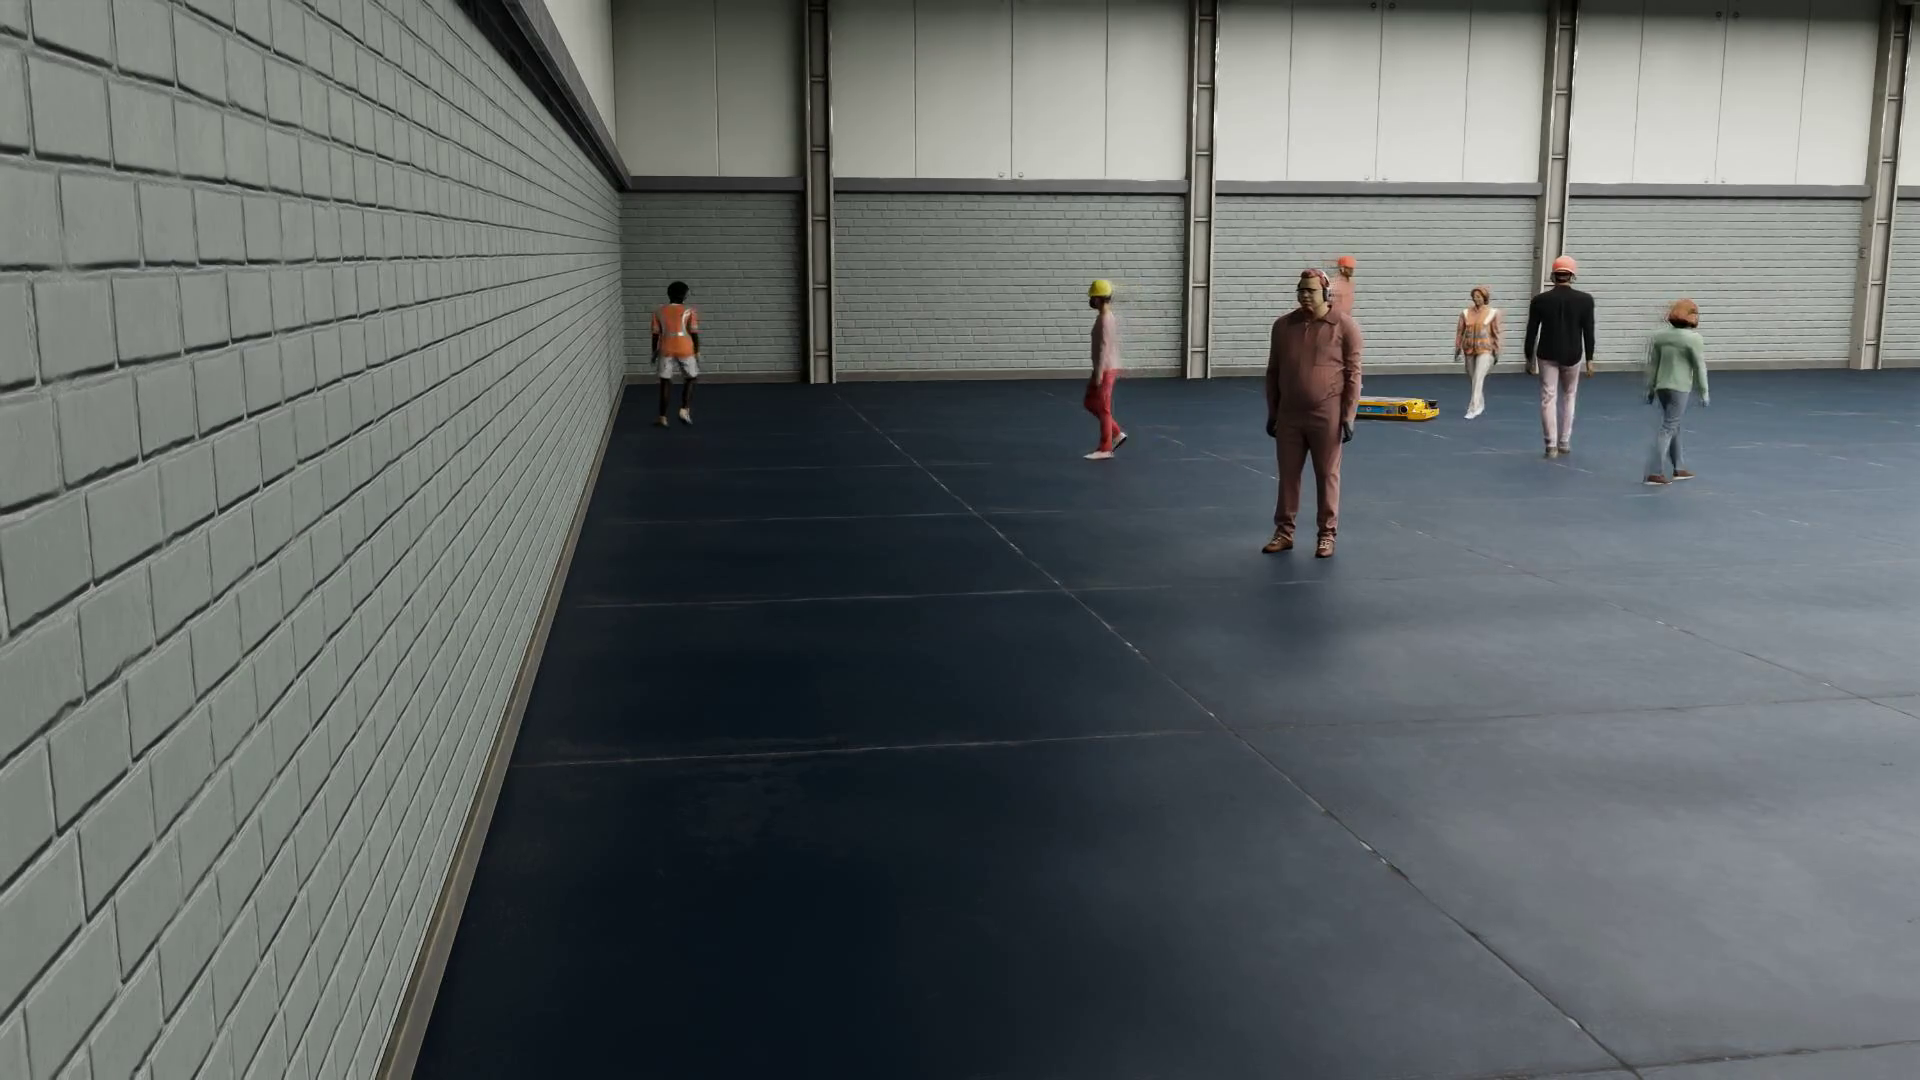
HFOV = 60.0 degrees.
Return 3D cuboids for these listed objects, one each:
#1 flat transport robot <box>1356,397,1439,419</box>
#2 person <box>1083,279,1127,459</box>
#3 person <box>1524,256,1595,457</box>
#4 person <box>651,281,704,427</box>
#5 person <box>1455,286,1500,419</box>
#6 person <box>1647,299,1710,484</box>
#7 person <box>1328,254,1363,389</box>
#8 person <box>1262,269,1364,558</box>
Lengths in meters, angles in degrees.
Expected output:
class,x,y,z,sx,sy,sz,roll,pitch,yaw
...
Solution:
class,x,y,z,sx,sy,sz,roll,pitch,yaw
flat transport robot,5.053,-1.628,20.305,1.431,0.197,0.652,5,11,29
person,1.367,-1.650,16.142,0.375,1.752,0.551,1,10,4
person,5.968,-1.831,16.594,0.653,1.960,0.889,3,10,17
person,-3.271,-2.145,19.217,0.613,1.673,0.340,1,10,5
person,6.340,-2.301,20.346,0.519,1.602,0.807,8,13,40
person,6.303,-1.284,14.472,0.742,1.598,0.515,-4,11,-22
person,5.627,-3.170,24.304,0.620,1.968,0.759,-8,13,-38
person,2.322,-0.836,11.044,0.642,1.909,0.399,6,12,31
